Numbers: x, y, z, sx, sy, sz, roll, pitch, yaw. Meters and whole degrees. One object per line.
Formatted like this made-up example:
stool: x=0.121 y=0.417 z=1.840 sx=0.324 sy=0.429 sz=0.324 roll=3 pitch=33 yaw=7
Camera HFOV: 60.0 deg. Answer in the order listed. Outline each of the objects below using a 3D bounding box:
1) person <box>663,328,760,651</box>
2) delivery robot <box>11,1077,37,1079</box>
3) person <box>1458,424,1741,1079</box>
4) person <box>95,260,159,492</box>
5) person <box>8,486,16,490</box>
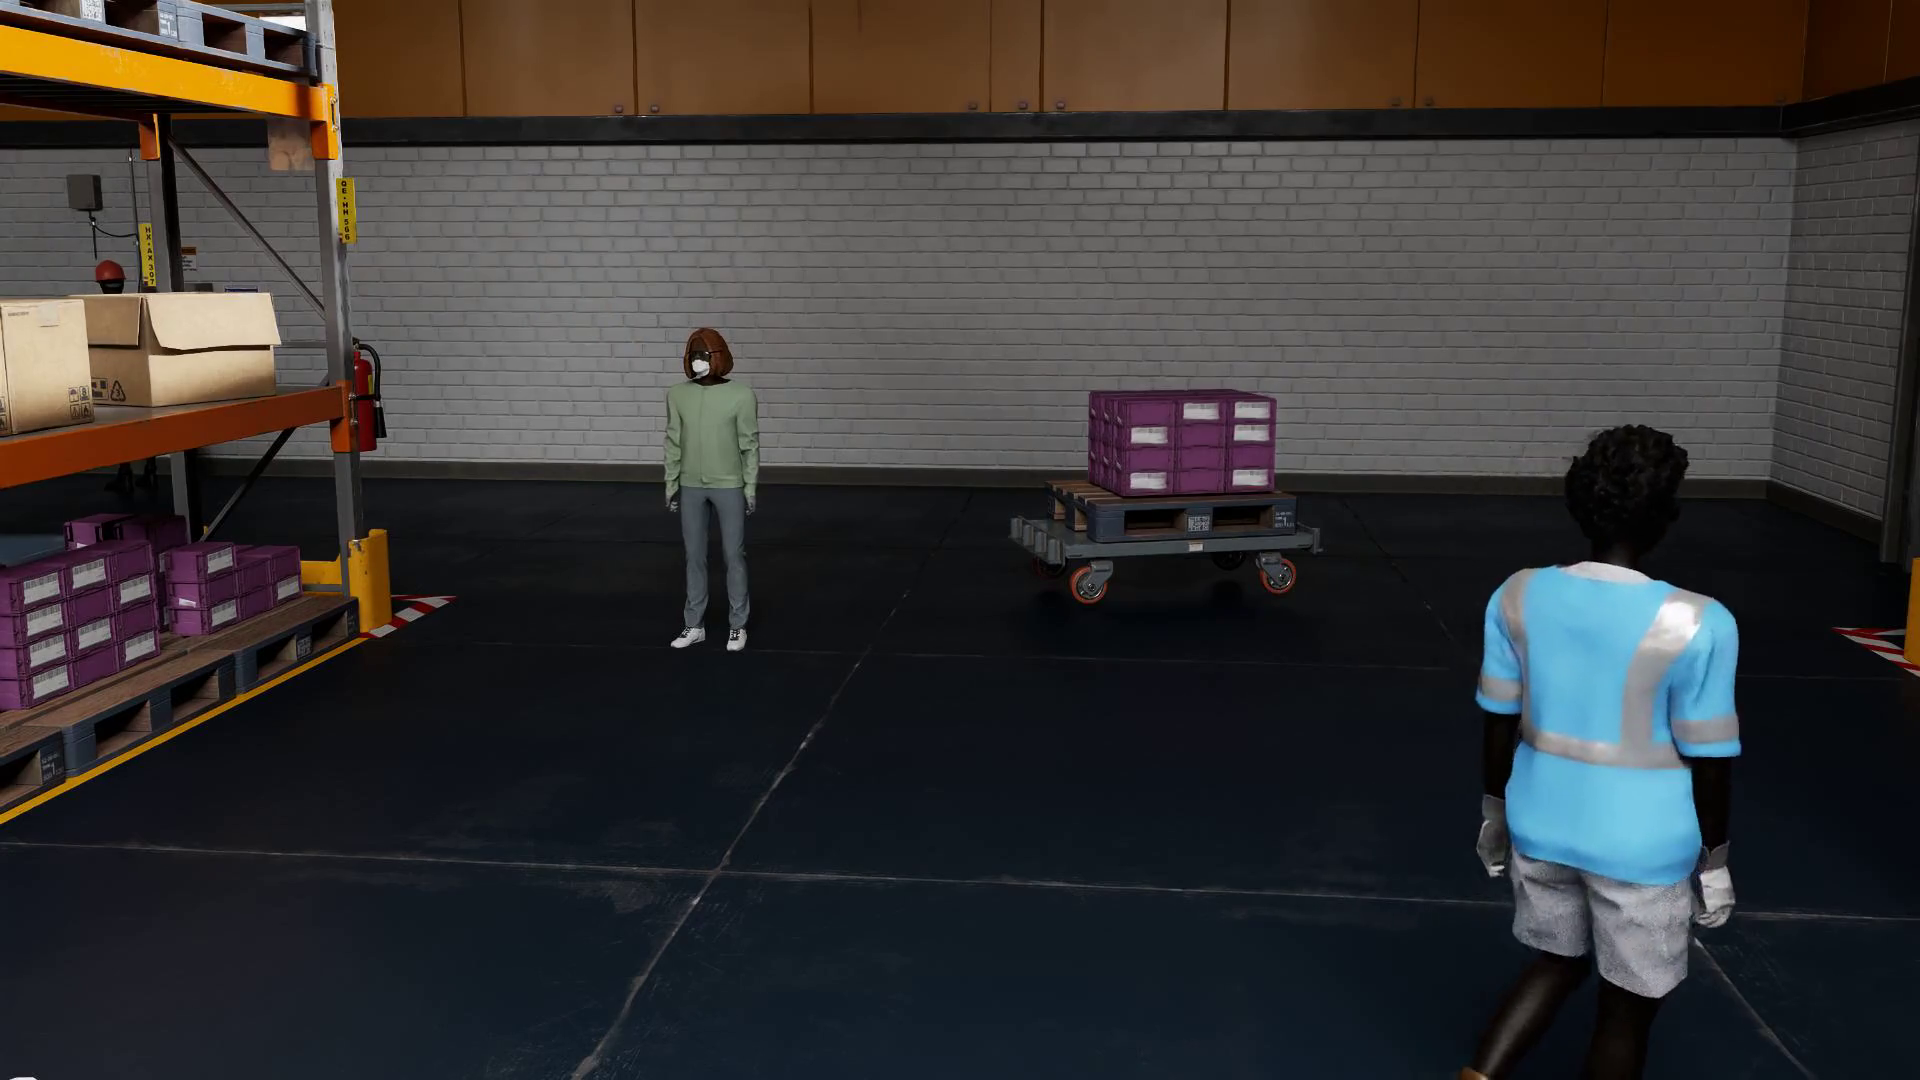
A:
person: x=-1.260 y=-0.252 z=8.421 sx=0.507 sy=1.633 sz=0.276 roll=2 pitch=10 yaw=13
delivery robot: x=-1.661 y=1.199 z=2.932 sx=0.707 sy=0.478 sz=0.477 roll=9 pitch=13 yaw=42
person: x=1.261 y=0.610 z=3.345 sx=0.444 sy=1.683 sz=0.539 roll=-7 pitch=12 yaw=-34
person: x=-7.045 y=-1.370 z=13.958 sx=0.376 sy=1.934 sz=0.547 roll=5 pitch=11 yaw=29
person: x=-5.048 y=-0.418 z=8.336 sx=0.396 sy=1.993 sz=0.617 roll=7 pitch=12 yaw=37
